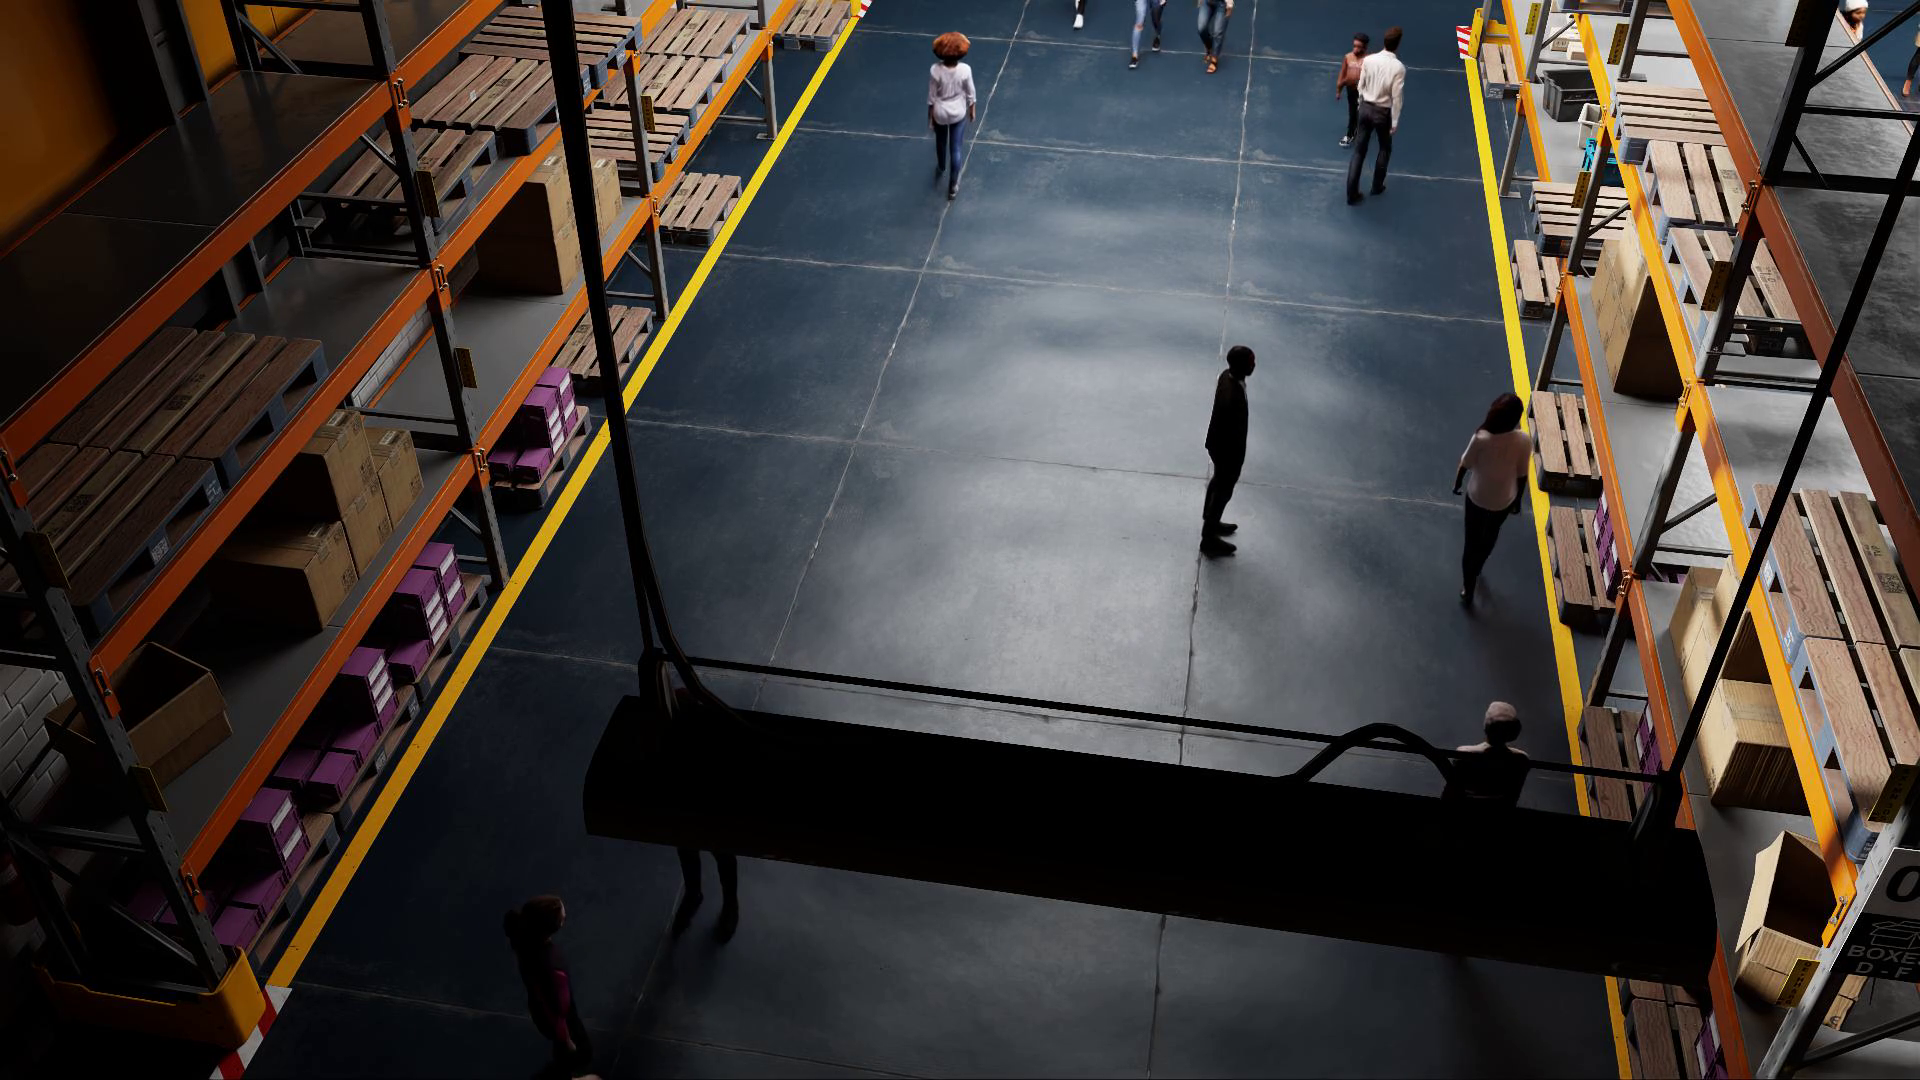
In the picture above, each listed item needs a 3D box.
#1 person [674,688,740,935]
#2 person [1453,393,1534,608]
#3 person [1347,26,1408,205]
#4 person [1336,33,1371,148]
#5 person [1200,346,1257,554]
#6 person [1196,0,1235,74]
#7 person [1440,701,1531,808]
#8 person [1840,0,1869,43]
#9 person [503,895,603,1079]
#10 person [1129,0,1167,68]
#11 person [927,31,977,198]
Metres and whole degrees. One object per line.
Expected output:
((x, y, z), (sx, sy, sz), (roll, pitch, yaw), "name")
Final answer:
((-1.527, 1.558, 9.735), (0.676, 1.891, 0.573), (6, 39, 7), "person")
((3.843, -0.223, 12.057), (0.628, 1.777, 0.768), (6, 39, 7), "person")
((4.241, -4.325, 17.134), (0.849, 1.851, 0.908), (20, 43, 23), "person")
((4.457, -5.056, 18.544), (0.734, 1.233, 0.835), (29, 47, 31), "person")
((2.016, -0.693, 12.626), (0.746, 1.800, 0.559), (1, 39, 1), "person")
((3.110, -6.457, 19.952), (0.753, 1.666, 0.768), (24, 44, 27), "person")
((2.997, 1.698, 9.690), (0.655, 1.729, 0.909), (4, 39, 6), "person")
((9.339, -5.054, 18.048), (1.035, 1.849, 1.296), (-10, 40, -13), "person")
((-2.192, 2.507, 8.679), (0.860, 1.726, 0.825), (-20, 43, -23), "person")
((2.342, -6.658, 20.209), (0.643, 1.660, 1.080), (10, 40, 12), "person")
((-0.107, -4.415, 17.387), (0.760, 1.676, 1.094), (1, 39, 1), "person")
